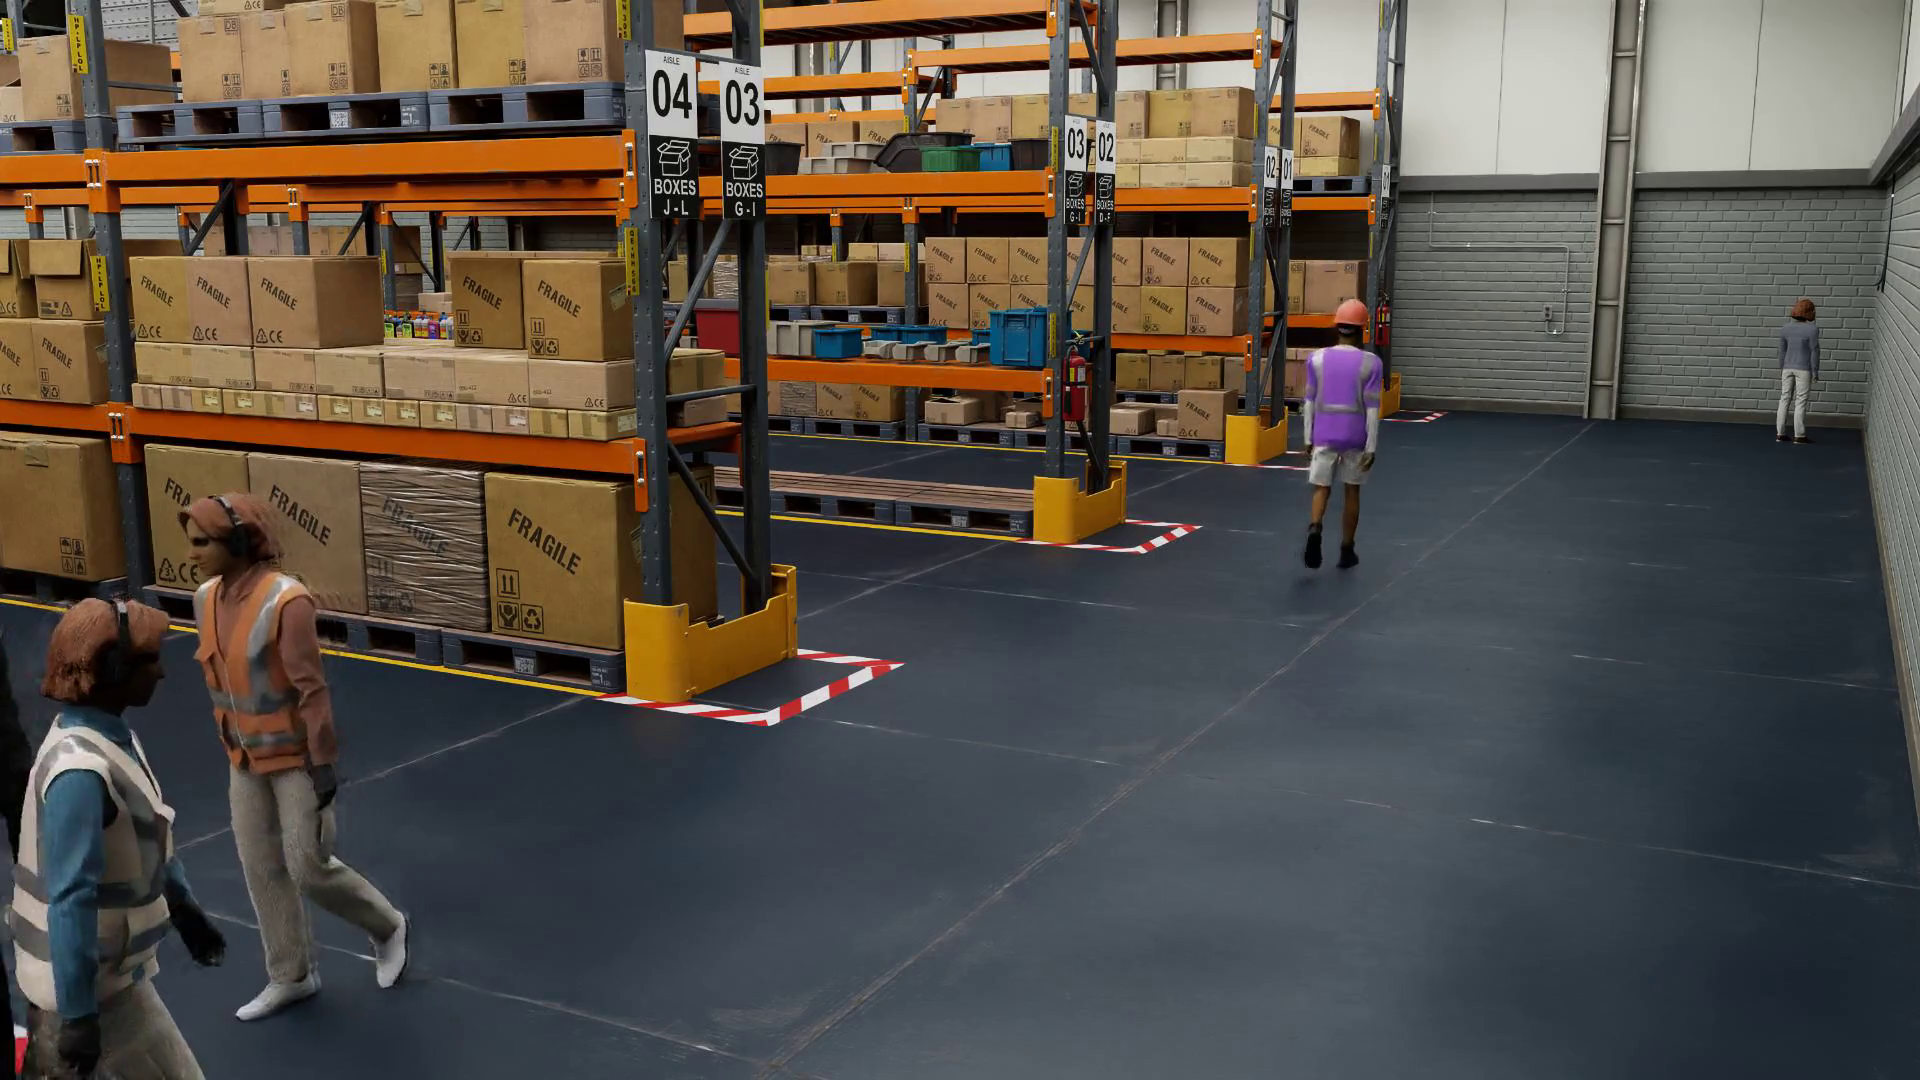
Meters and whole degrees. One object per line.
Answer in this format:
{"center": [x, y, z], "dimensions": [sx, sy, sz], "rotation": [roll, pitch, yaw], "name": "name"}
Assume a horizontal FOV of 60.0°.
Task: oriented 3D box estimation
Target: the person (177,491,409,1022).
{"center": [-2.005, 0.638, 5.018], "dimensions": [0.540, 1.614, 0.529], "rotation": [6, 12, 32], "name": "person"}

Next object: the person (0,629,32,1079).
{"center": [-2.232, 0.792, 3.468], "dimensions": [0.641, 1.874, 0.452], "rotation": [-4, 11, -22], "name": "person"}

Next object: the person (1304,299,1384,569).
{"center": [2.645, -0.713, 11.578], "dimensions": [0.550, 1.914, 0.736], "rotation": [4, 11, 23], "name": "person"}

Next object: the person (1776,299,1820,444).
{"center": [9.516, -1.909, 18.868], "dimensions": [0.281, 1.633, 0.500], "rotation": [-5, 12, -25], "name": "person"}

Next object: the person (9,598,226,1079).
{"center": [-1.756, 0.912, 3.589], "dimensions": [0.871, 1.587, 0.532], "rotation": [-6, 12, -28], "name": "person"}
